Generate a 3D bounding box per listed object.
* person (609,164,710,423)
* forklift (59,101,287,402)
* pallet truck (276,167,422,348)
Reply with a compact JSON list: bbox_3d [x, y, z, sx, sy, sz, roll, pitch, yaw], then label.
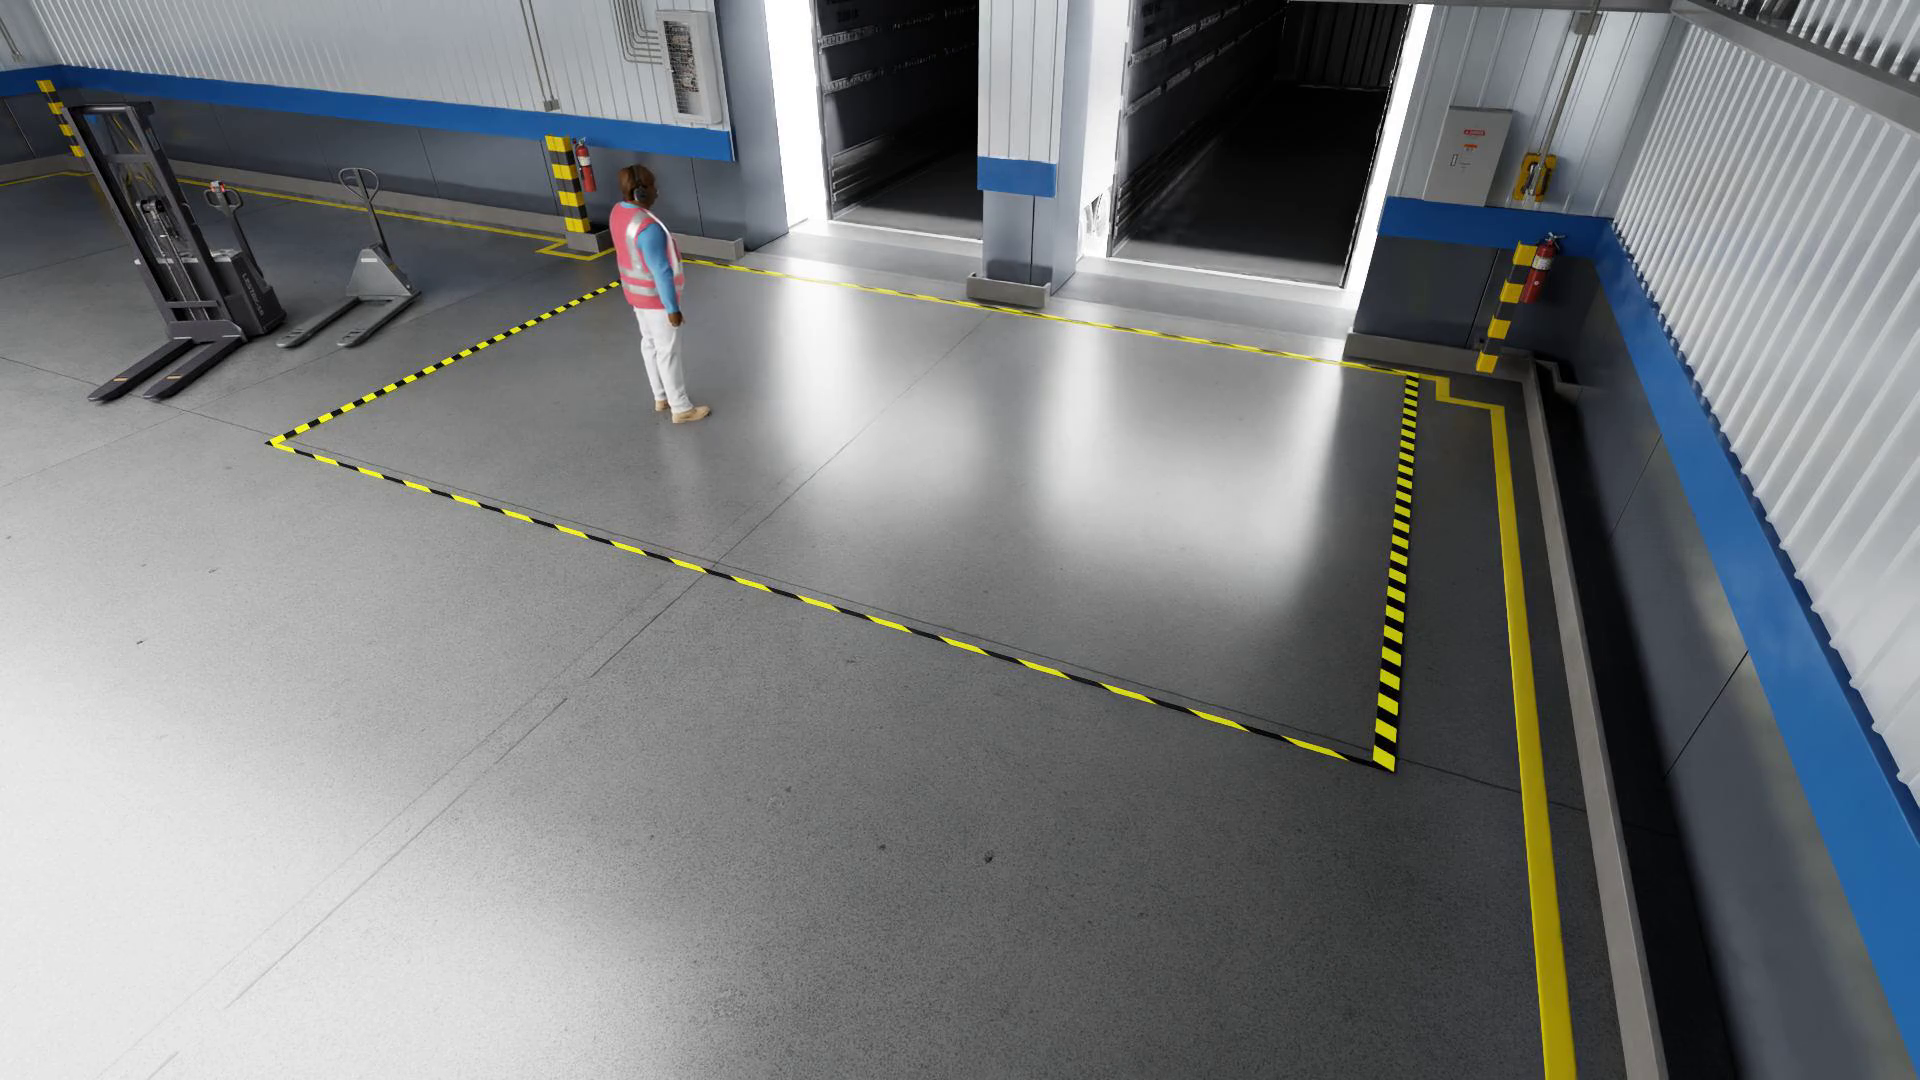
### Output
[{"bbox_3d":[-2.206,-1.759,6.675,0.431,1.844,0.633,-25,42,-31],"label":"person"},{"bbox_3d":[-6.686,-2.387,7.434,0.823,1.965,1.885,-3,35,-5],"label":"forklift"},{"bbox_3d":[-5.732,-2.611,8.414,0.680,1.201,1.601,-1,35,-1],"label":"pallet truck"}]
